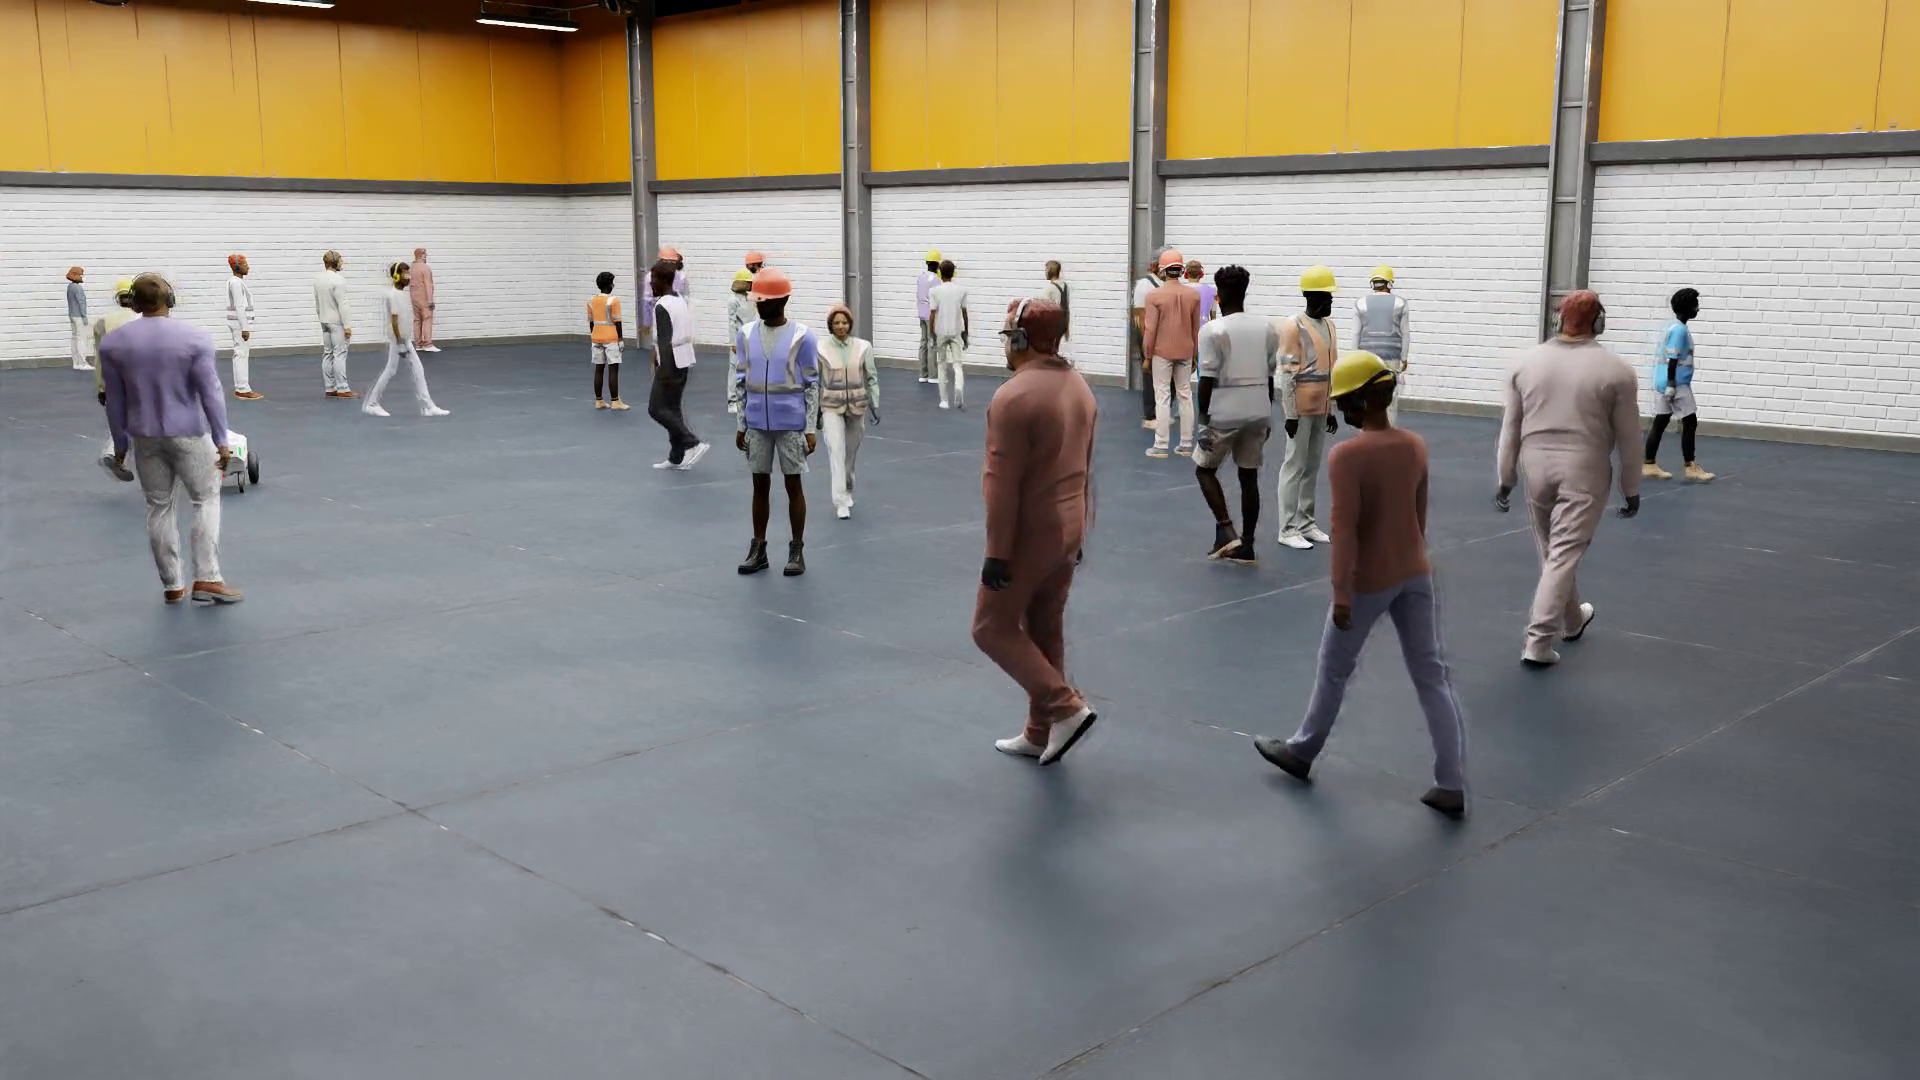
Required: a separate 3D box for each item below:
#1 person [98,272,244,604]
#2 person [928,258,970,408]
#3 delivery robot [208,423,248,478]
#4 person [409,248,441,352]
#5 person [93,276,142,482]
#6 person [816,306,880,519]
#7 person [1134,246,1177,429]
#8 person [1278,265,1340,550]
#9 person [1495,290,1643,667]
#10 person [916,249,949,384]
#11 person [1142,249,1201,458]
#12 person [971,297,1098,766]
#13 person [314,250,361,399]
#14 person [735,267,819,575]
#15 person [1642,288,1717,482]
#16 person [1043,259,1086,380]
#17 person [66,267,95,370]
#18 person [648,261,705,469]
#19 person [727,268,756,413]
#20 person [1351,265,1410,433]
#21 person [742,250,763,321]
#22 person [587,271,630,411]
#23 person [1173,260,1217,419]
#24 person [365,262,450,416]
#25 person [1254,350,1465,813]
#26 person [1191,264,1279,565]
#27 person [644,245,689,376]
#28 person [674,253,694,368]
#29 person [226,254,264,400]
[{"bbox_3d":[-4.561,-0.562,9.577,0.703,1.919,0.483,-1,10,-6],"label":"person"},{"bbox_3d":[-0.126,-2.506,20.351,0.524,1.846,0.702,-2,11,-9],"label":"person"},{"bbox_3d":[-6.204,-0.746,14.010,0.477,0.478,0.707,-4,11,-20],"label":"delivery robot"},{"bbox_3d":[-9.858,-4.401,30.538,0.648,1.905,0.398,9,13,39],"label":"person"},{"bbox_3d":[-6.904,-1.286,13.812,0.612,1.795,0.710,0,10,-2],"label":"person"},{"bbox_3d":[-0.897,-1.003,12.816,0.511,1.600,0.852,-3,11,-16],"label":"person"},{"bbox_3d":[2.224,-2.229,18.300,0.686,2.000,0.539,-7,13,-34],"label":"person"},{"bbox_3d":[2.409,-0.910,11.414,0.369,1.928,0.586,9,14,41],"label":"person"},{"bbox_3d":[3.103,-0.322,8.396,0.669,1.853,1.011,10,14,42],"label":"person"},{"bbox_3d":[-0.410,-3.217,23.993,0.382,1.928,0.587,-6,12,-29],"label":"person"},{"bbox_3d":[2.021,-1.786,16.006,0.612,1.994,0.395,-4,11,-22],"label":"person"},{"bbox_3d":[0.319,-0.014,6.619,0.485,1.890,0.660,7,12,33],"label":"person"},{"bbox_3d":[-8.144,-2.801,21.694,0.636,1.939,0.364,8,13,38],"label":"person"},{"bbox_3d":[-1.160,-0.733,10.441,0.543,1.932,0.376,3,11,14],"label":"person"},{"bbox_3d":[6.299,-1.331,14.375,0.709,1.668,0.558,4,11,20],"label":"person"},{"bbox_3d":[1.337,-2.820,22.163,0.808,1.821,0.508,8,13,36],"label":"person"},{"bbox_3d":[-14.029,-3.526,26.484,0.498,1.633,0.283,10,14,43],"label":"person"},{"bbox_3d":[-2.605,-1.567,15.081,0.458,1.904,0.590,2,11,9],"label":"person"},{"bbox_3d":[-2.608,-2.399,20.071,0.322,1.737,0.484,5,12,27],"label":"person"},{"bbox_3d":[4.321,-1.902,17.107,0.586,1.824,0.403,3,11,16],"label":"person"},{"bbox_3d":[-2.818,-3.106,23.396,0.465,1.921,0.552,-3,11,-14],"label":"person"},{"bbox_3d":[-4.301,-2.420,20.276,0.533,1.697,0.319,6,12,32],"label":"person"},{"bbox_3d":[2.712,-2.319,19.330,0.570,1.840,0.372,-2,11,-10],"label":"person"},{"bbox_3d":[-6.601,-2.347,19.586,0.989,1.817,0.541,1,10,4],"label":"person"},{"bbox_3d":[1.553,0.147,6.259,0.603,1.701,0.924,-7,12,-33],"label":"person"},{"bbox_3d":[1.781,-0.799,10.755,0.623,1.948,0.418,-4,11,-21],"label":"person"},{"bbox_3d":[-4.046,-3.043,22.823,0.624,2.013,0.758,-5,12,-26],"label":"person"},{"bbox_3d":[-4.560,-3.687,26.792,0.429,1.845,0.621,-7,13,-35],"label":"person"},{"bbox_3d":[-9.362,-2.769,21.684,0.355,1.880,0.574,-6,12,-29],"label":"person"}]
